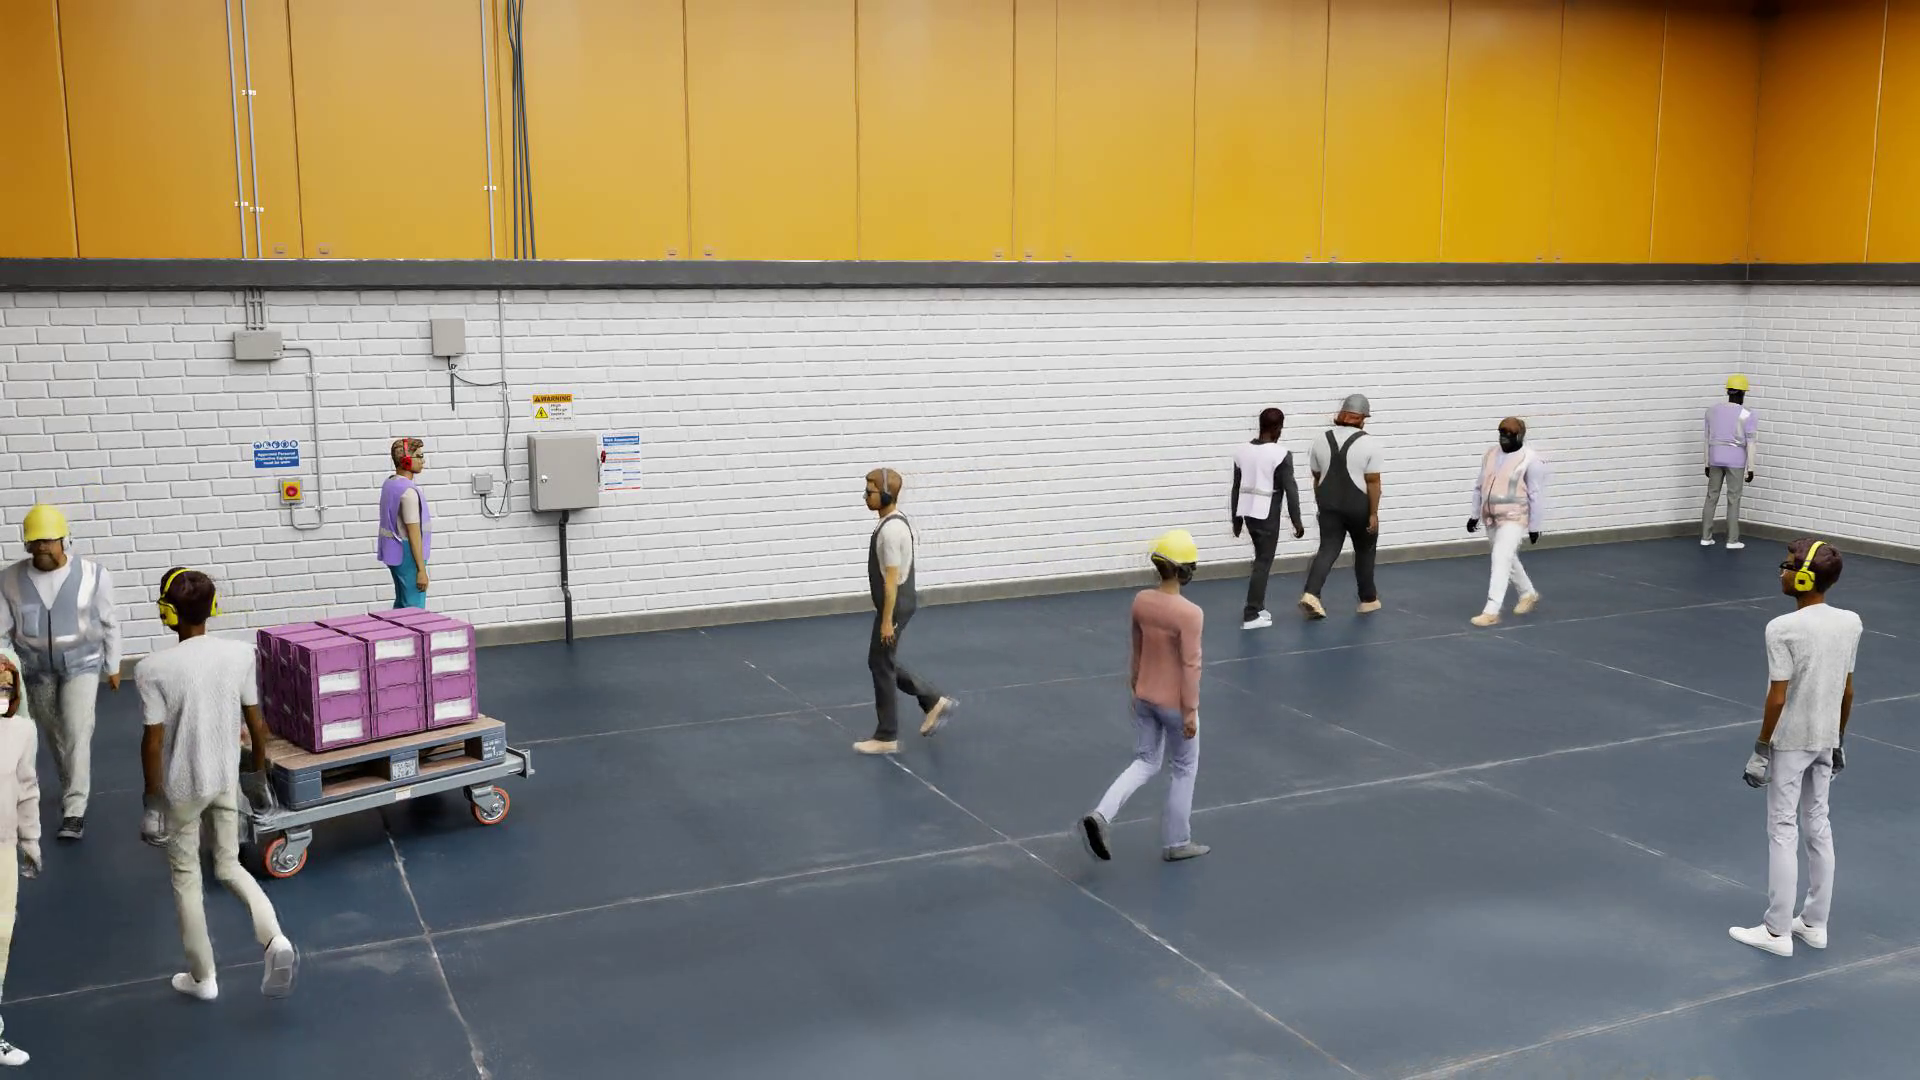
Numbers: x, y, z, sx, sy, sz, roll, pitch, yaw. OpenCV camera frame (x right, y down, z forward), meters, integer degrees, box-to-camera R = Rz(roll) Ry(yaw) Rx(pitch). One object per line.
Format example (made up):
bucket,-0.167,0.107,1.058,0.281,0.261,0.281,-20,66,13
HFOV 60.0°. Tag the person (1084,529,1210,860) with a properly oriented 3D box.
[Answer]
person,0.984,0.818,8.439,0.667,1.747,0.519,-6,11,-34

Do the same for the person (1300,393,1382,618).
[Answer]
person,3.372,-0.332,14.627,0.683,2.000,1.006,8,12,40

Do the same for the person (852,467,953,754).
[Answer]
person,-0.376,0.447,10.475,0.550,1.832,0.519,-1,9,-4

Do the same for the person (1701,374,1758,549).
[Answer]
person,8.461,-0.859,18.298,0.405,1.918,0.582,-8,12,-40

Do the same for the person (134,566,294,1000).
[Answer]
person,-3.068,1.029,6.790,0.651,1.851,0.517,7,11,36

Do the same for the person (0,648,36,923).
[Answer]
person,-4.433,1.036,7.416,0.361,1.615,0.535,5,10,28

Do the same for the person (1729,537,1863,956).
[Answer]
person,3.729,0.914,7.410,0.518,1.877,0.326,-3,10,-21

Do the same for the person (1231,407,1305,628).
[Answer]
person,2.645,-0.189,14.222,0.646,1.889,0.586,-6,11,-34

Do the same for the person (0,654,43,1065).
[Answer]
person,-3.854,1.206,6.430,0.584,1.608,0.541,5,10,27

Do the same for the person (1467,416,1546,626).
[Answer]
person,4.799,-0.186,14.474,0.917,1.808,0.630,-5,10,-27

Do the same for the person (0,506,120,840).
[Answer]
person,-4.943,0.693,9.090,0.611,1.781,0.943,-3,10,-17

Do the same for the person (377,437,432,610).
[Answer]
person,-4.009,0.178,12.064,0.380,1.845,0.570,-6,11,-34
